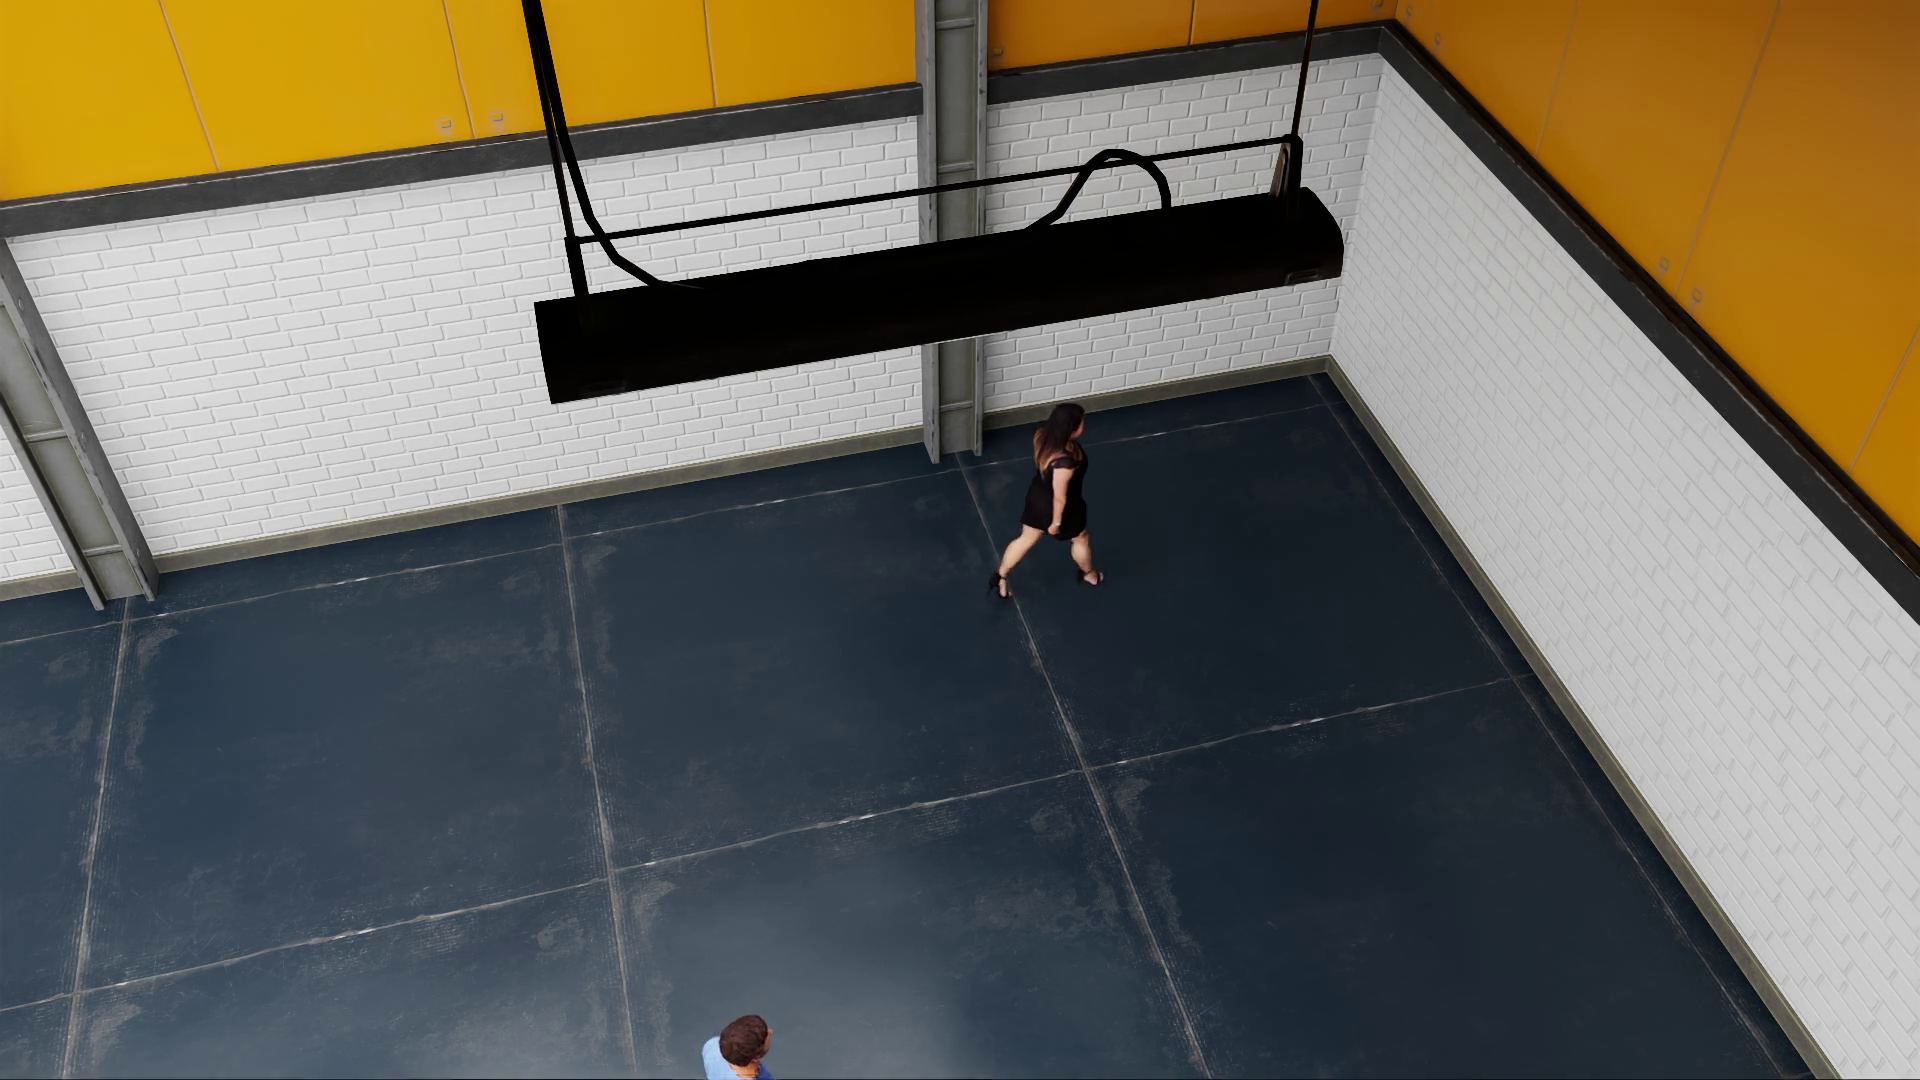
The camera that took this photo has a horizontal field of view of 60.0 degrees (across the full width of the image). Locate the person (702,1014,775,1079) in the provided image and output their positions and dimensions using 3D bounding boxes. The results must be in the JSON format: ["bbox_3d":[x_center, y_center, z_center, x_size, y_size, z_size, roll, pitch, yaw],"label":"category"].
[{"bbox_3d":[-1.061,2.839,7.760,1.025,1.824,1.250,34,53,31],"label":"person"}]

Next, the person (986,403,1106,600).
[{"bbox_3d":[0.534,-0.206,11.069,1.124,1.669,0.730,-16,46,-16],"label":"person"}]
